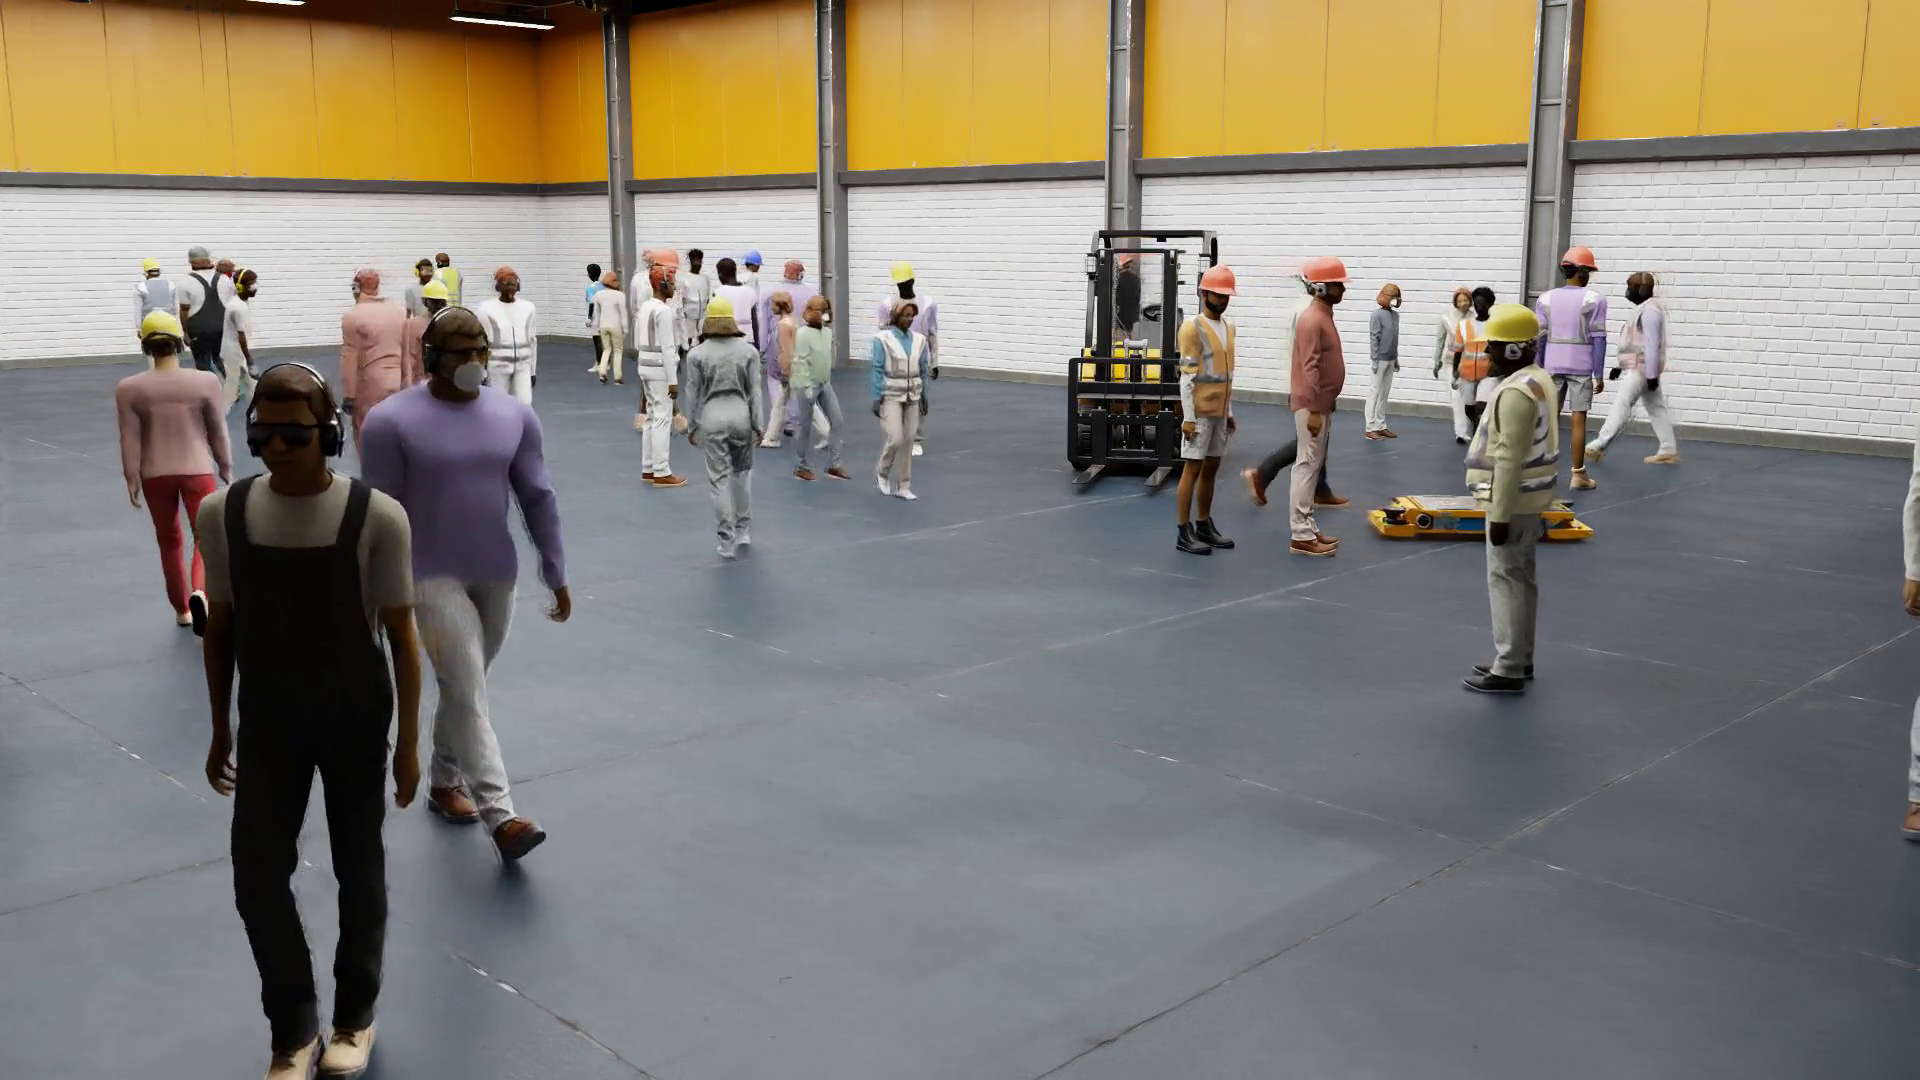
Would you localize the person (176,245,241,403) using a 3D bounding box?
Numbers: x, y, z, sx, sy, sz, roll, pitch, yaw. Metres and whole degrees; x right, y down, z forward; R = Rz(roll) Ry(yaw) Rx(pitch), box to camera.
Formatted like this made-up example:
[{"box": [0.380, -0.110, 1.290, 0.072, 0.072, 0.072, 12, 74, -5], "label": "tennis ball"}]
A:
[{"box": [-9.201, -2.606, 20.352, 0.680, 2.000, 0.694, 10, 14, 44], "label": "person"}]

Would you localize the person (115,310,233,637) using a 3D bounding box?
[{"box": [-4.170, -0.350, 8.854, 0.533, 1.744, 0.731, -4, 11, -20], "label": "person"}]

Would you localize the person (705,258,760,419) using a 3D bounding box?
[{"box": [-2.469, -2.150, 18.306, 0.623, 1.889, 0.614, 8, 13, 36], "label": "person"}]

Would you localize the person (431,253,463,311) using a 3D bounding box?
[{"box": [-8.605, -3.874, 27.818, 0.429, 1.844, 0.627, 6, 12, 31], "label": "person"}]

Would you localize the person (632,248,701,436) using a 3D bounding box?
[{"box": [-3.073, -2.083, 17.633, 1.062, 1.986, 0.625, 6, 12, 29], "label": "person"}]

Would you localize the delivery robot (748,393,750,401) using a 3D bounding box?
[{"box": [-2.706, -1.818, 19.856, 0.477, 0.478, 0.707, -5, 11, -23], "label": "delivery robot"}]

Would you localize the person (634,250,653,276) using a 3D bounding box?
[{"box": [-5.210, -3.968, 28.206, 0.658, 1.893, 0.544, -8, 13, -36], "label": "person"}]

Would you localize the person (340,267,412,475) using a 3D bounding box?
[{"box": [-4.560, -1.196, 13.096, 0.590, 1.886, 0.648, 4, 11, 20], "label": "person"}]

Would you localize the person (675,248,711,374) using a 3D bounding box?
[{"box": [-3.981, -3.355, 24.698, 0.607, 1.948, 0.753, -7, 13, -35], "label": "person"}]

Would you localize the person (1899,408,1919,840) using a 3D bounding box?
[{"box": [3.613, 0.120, 5.768, 0.635, 1.937, 0.353, 4, 11, 22], "label": "person"}]

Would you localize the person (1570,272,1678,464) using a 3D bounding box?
[{"box": [6.271, -1.588, 15.495, 0.987, 1.786, 0.641, 4, 11, 19], "label": "person"}]

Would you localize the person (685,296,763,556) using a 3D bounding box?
[{"box": [-1.592, -0.771, 11.199, 0.502, 1.719, 0.646, -3, 11, -15], "label": "person"}]

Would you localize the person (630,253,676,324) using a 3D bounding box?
[{"box": [-4.394, -3.166, 23.868, 0.660, 1.875, 0.643, -2, 11, -11], "label": "person"}]

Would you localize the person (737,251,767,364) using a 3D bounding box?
[{"box": [-3.039, -3.306, 24.586, 1.026, 1.877, 0.644, -6, 12, -28], "label": "person"}]

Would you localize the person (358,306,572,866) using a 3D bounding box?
[{"box": [-1.664, 0.150, 5.748, 0.655, 1.879, 1.021, -9, 14, -42], "label": "person"}]

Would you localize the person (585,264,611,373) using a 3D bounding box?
[{"box": [-5.646, -3.450, 25.905, 0.321, 1.694, 0.529, 3, 11, 18], "label": "person"}]

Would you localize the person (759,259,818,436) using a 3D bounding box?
[{"box": [-1.817, -2.048, 17.743, 0.674, 1.880, 0.441, -2, 11, -12], "label": "person"}]

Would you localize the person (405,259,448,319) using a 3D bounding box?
[{"box": [-6.468, -2.514, 20.413, 0.760, 1.842, 0.542, 10, 14, 42], "label": "person"}]

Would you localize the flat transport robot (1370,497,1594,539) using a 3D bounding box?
[{"box": [3.711, -0.169, 11.896, 1.431, 0.197, 0.652, 1, 10, 5], "label": "flat transport robot"}]

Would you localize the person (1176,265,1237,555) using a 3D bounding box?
[{"box": [1.692, -0.876, 11.212, 0.376, 1.934, 0.547, 10, 14, 42], "label": "person"}]

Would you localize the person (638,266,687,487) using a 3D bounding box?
[{"box": [-2.567, -1.395, 14.212, 0.344, 1.876, 0.576, -6, 12, -28], "label": "person"}]

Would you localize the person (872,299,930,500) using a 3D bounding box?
[{"box": [-0.461, -1.119, 13.364, 0.532, 1.622, 0.368, -7, 13, -35], "label": "person"}]

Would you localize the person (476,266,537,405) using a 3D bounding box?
[{"box": [-4.190, -1.591, 15.344, 0.580, 1.856, 0.821, -7, 13, -34], "label": "person"}]

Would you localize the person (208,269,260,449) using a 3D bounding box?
[{"box": [-7.192, -1.798, 16.618, 0.830, 1.806, 0.547, -2, 11, -12], "label": "person"}]

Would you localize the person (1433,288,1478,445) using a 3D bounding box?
[{"box": [5.179, -1.769, 16.994, 0.621, 1.581, 0.858, 2, 11, 10], "label": "person"}]

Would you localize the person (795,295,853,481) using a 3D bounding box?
[{"box": [-1.195, -1.296, 14.381, 0.633, 1.612, 0.500, 8, 13, 36], "label": "person"}]

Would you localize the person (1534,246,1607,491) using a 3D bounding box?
[{"box": [5.128, -1.435, 13.979, 0.605, 2.038, 0.394, 10, 14, 42], "label": "person"}]

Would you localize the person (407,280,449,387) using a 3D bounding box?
[{"box": [-4.515, -1.368, 14.387, 0.542, 1.750, 0.367, -8, 13, -36], "label": "person"}]

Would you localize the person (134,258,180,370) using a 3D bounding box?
[{"box": [-11.019, -2.951, 22.846, 0.603, 1.827, 0.403, -9, 13, -39], "label": "person"}]

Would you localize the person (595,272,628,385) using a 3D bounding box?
[{"box": [-4.953, -3.009, 23.698, 0.526, 1.617, 0.407, 4, 11, 20], "label": "person"}]

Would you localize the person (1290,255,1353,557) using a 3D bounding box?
[{"box": [2.408, -0.900, 11.176, 0.384, 1.996, 0.610, 4, 11, 19], "label": "person"}]

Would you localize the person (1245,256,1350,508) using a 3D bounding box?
[{"box": [2.640, -1.193, 12.831, 0.818, 1.972, 0.622, 0, 10, -2], "label": "person"}]

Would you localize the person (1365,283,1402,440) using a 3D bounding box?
[{"box": [4.455, -1.870, 17.448, 0.279, 1.633, 0.497, 10, 14, 43], "label": "person"}]

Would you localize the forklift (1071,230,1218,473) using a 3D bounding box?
[{"box": [1.804, -1.825, 15.677, 1.214, 2.155, 2.313, 2, 11, 13], "label": "forklift"}]

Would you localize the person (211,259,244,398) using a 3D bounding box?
[{"box": [-9.653, -2.749, 21.771, 0.659, 1.814, 0.431, -1, 10, -8], "label": "person"}]

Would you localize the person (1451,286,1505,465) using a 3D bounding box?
[{"box": [4.931, -1.566, 15.705, 0.529, 1.663, 0.782, 7, 13, 35], "label": "person"}]

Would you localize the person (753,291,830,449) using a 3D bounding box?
[{"box": [-1.631, -1.686, 16.568, 0.855, 1.585, 0.534, 0, 10, 0], "label": "person"}]

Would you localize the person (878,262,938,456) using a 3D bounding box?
[{"box": [-0.512, -1.809, 16.476, 0.591, 1.890, 0.910, 0, 10, 1], "label": "person"}]

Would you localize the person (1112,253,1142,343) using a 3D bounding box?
[{"box": [2.170, -2.783, 21.495, 0.832, 1.972, 0.626, 10, 14, 43], "label": "person"}]

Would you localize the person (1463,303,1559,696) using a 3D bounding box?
[{"box": [2.569, -0.189, 7.781, 0.403, 1.822, 0.593, 5, 12, 27], "label": "person"}]

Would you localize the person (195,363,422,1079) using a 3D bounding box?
[{"box": [-1.588, 0.492, 4.037, 0.550, 1.827, 0.590, -1, 10, -7], "label": "person"}]
